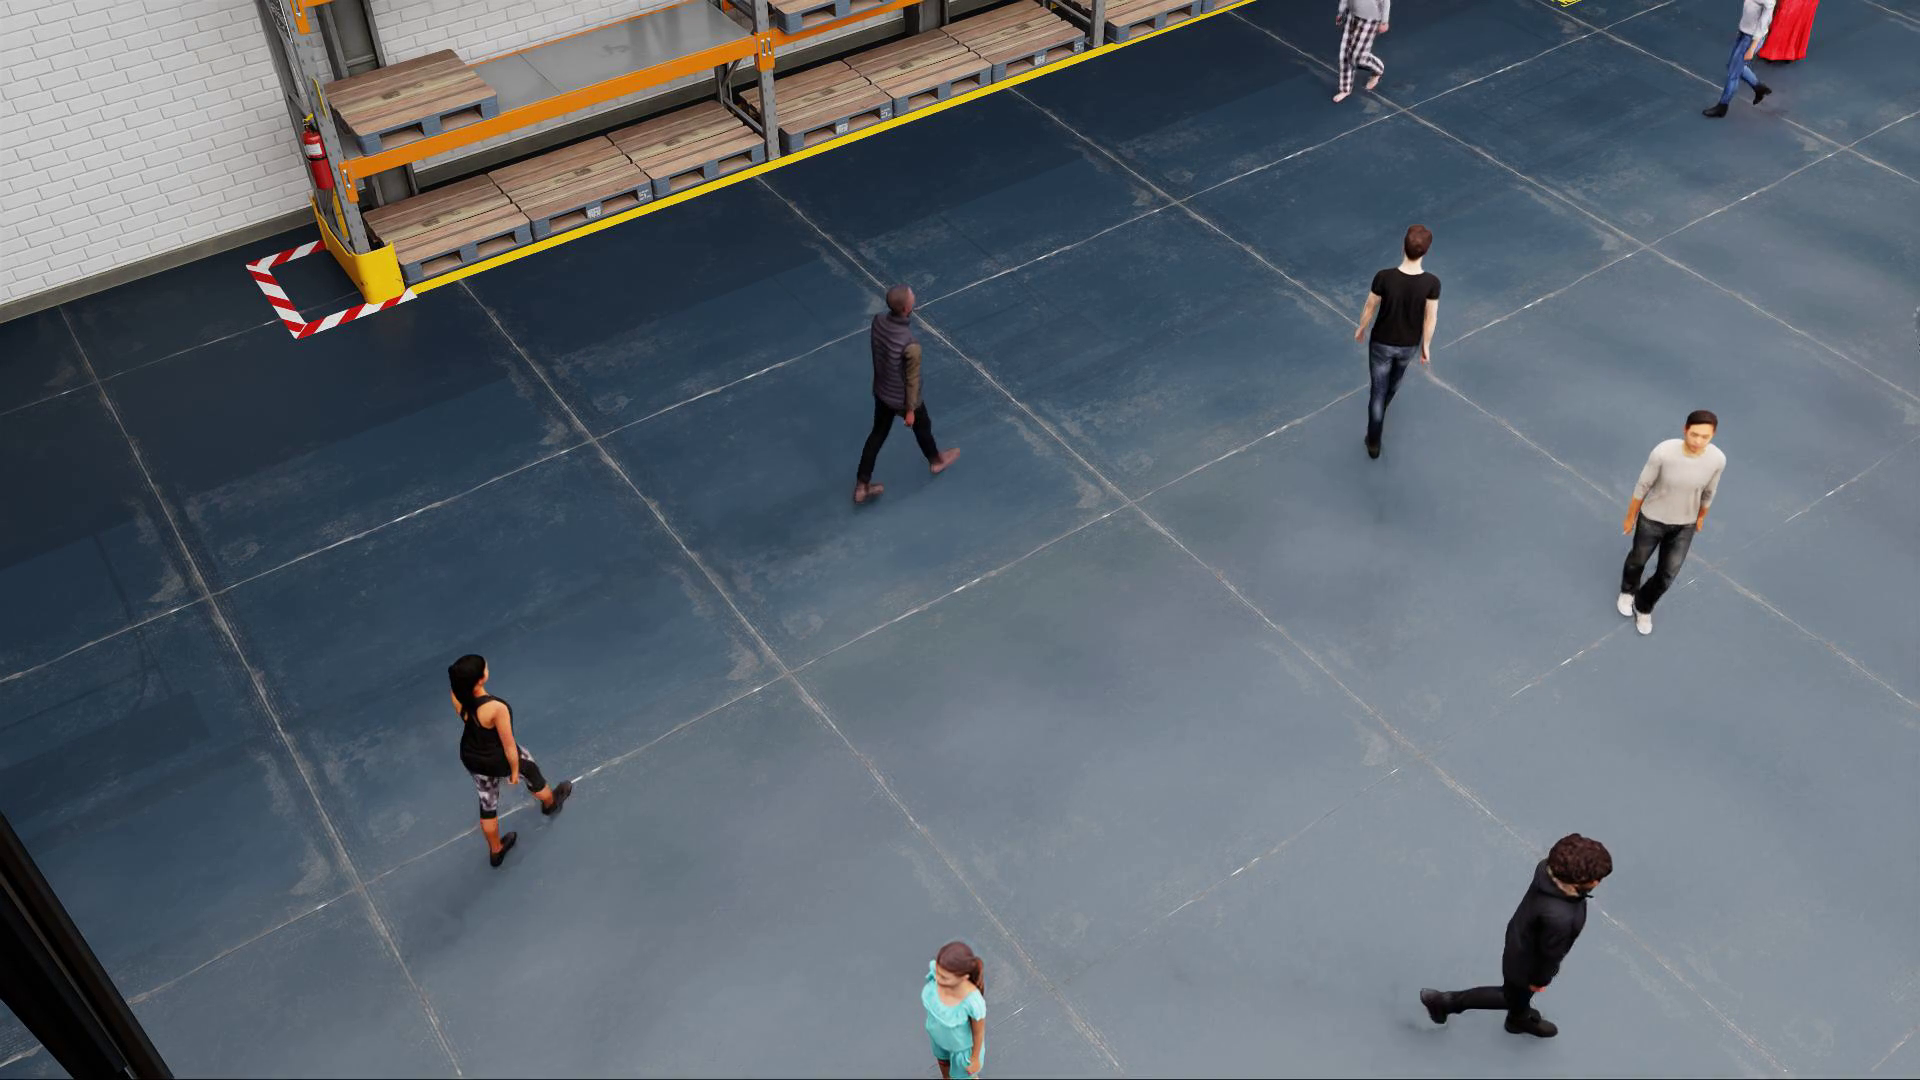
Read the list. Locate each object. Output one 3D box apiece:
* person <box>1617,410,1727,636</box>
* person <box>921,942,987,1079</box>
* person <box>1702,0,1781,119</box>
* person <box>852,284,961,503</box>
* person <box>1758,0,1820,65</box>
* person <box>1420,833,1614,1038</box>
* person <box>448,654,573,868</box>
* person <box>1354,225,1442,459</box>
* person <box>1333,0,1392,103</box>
[{"bbox_3d":[4.736,-0.215,11.165,0.832,1.797,0.887,9,44,10],"label":"person"},{"bbox_3d":[-0.020,2.519,8.468,0.537,1.558,0.561,-30,51,-28],"label":"person"},{"bbox_3d":[7.739,-4.841,16.150,0.950,1.619,0.892,7,44,7],"label":"person"},{"bbox_3d":[-0.523,-1.009,12.004,1.179,1.788,0.750,-29,51,-27],"label":"person"},{"bbox_3d":[8.621,-5.719,16.952,0.724,1.783,0.788,6,44,6],"label":"person"},{"bbox_3d":[2.940,2.118,8.743,1.077,1.759,1.049,10,44,10],"label":"person"},{"bbox_3d":[-2.773,1.309,9.681,0.881,1.637,1.016,15,46,15],"label":"person"},{"bbox_3d":[3.235,-1.415,12.375,1.145,1.864,1.191,5,44,6],"label":"person"},{"bbox_3d":[4.040,-5.210,16.383,0.781,1.831,0.692,-29,51,-27],"label":"person"}]
